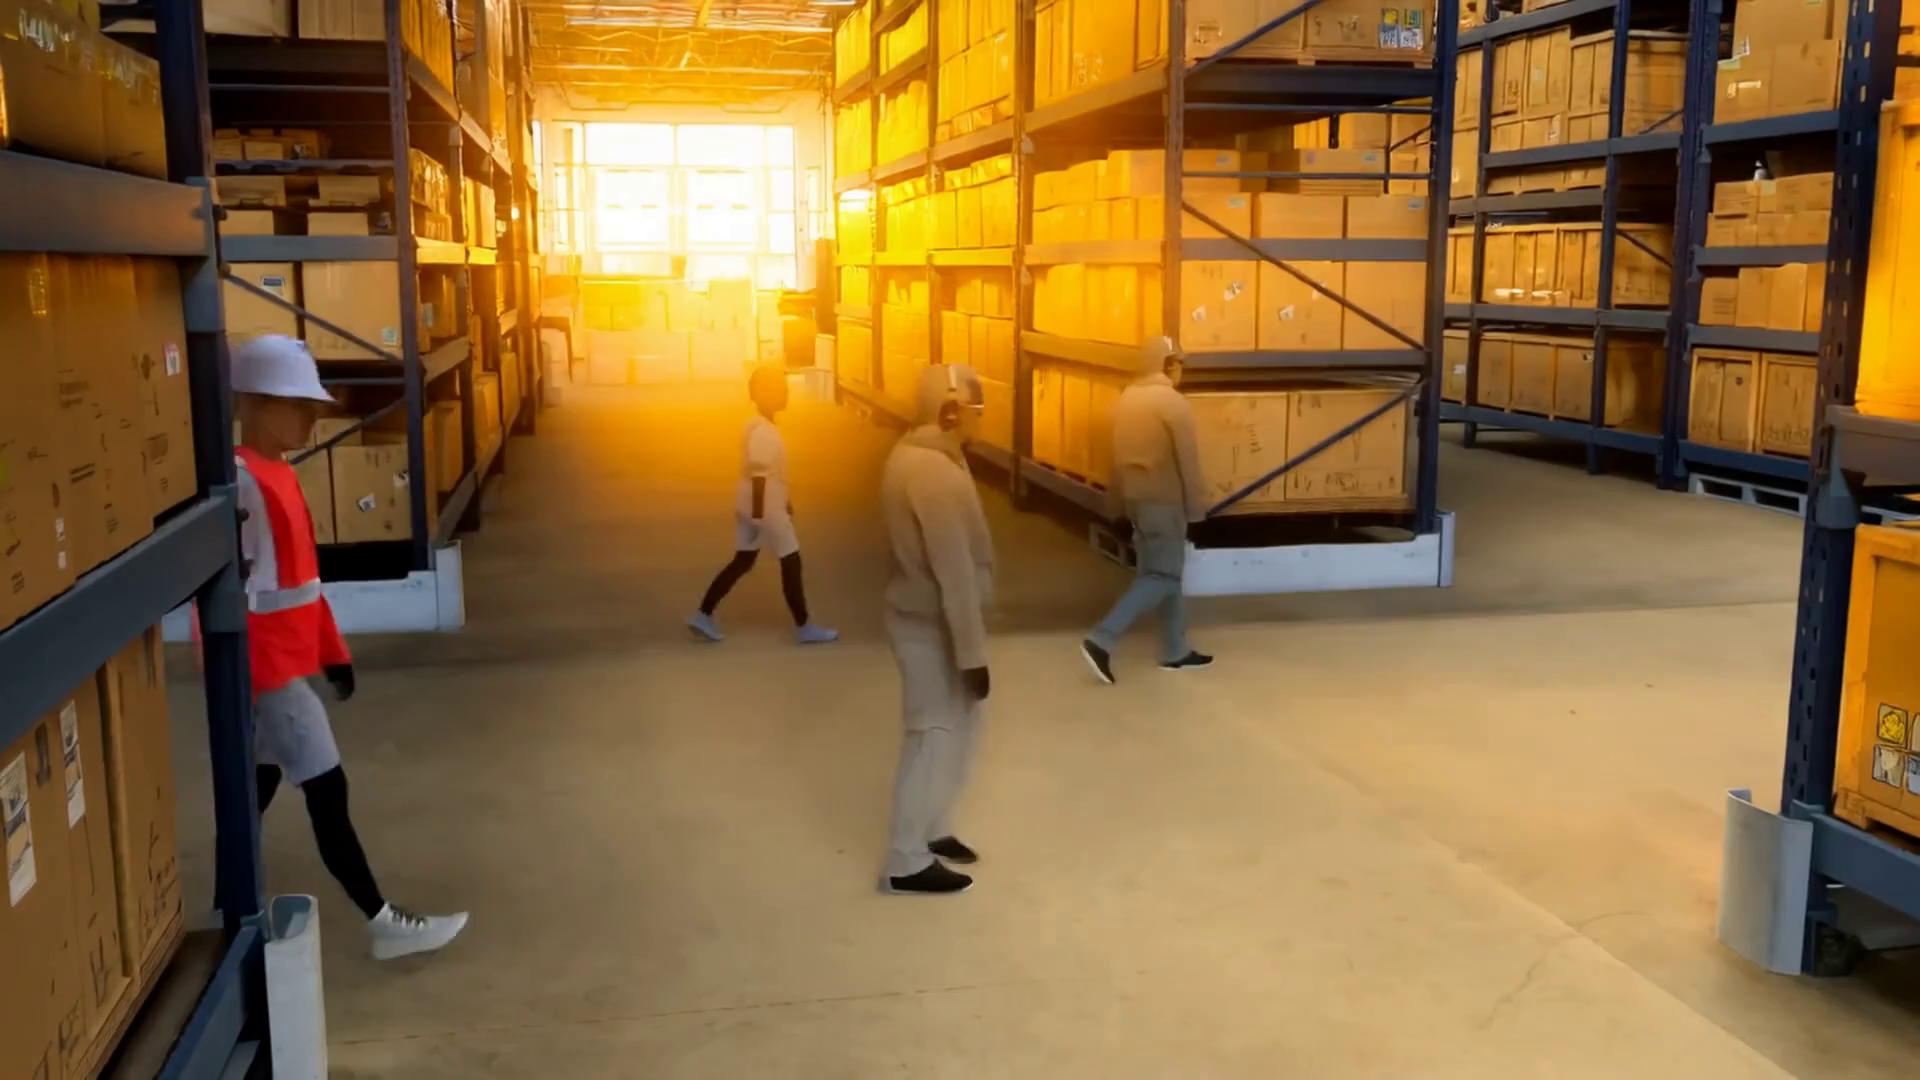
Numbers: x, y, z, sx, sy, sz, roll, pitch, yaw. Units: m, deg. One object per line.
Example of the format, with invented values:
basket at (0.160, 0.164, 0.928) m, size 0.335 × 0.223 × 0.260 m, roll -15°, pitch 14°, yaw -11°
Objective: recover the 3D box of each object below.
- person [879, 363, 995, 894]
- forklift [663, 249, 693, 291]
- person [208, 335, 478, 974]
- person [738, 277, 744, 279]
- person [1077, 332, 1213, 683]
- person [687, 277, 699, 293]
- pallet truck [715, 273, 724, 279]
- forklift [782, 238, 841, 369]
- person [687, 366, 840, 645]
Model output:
person at (-0.042, 0.323, 5.863) m, size 0.524 × 1.886 × 0.688 m, roll -2°, pitch 10°, yaw -12°
forklift at (-9.250, -8.206, 54.841) m, size 1.129 × 2.768 × 1.873 m, roll -7°, pitch 12°, yaw -38°
person at (-1.985, 0.376, 5.185) m, size 0.897 × 2.004 × 0.622 m, roll -2°, pitch 10°, yaw -13°
person at (-7.708, -8.336, 58.647) m, size 1.040 × 1.882 × 0.652 m, roll -6°, pitch 11°, yaw -33°
person at (1.020, -0.175, 8.930) m, size 0.868 × 1.880 × 0.642 m, roll -4°, pitch 10°, yaw -22°
person at (-8.089, -6.936, 50.025) m, size 0.628 × 1.918 × 0.559 m, roll -2°, pitch 10°, yaw -15°
pallet truck at (-8.580, -8.986, 62.280) m, size 1.885 × 1.965 × 0.823 m, roll 1°, pitch 9°, yaw 5°
forklift at (-2.810, -5.090, 35.851) m, size 1.873 × 2.768 × 1.129 m, roll 4°, pitch 10°, yaw 21°
person at (-1.187, -0.188, 9.703) m, size 0.871 × 1.658 × 0.542 m, roll -2°, pitch 10°, yaw -13°
